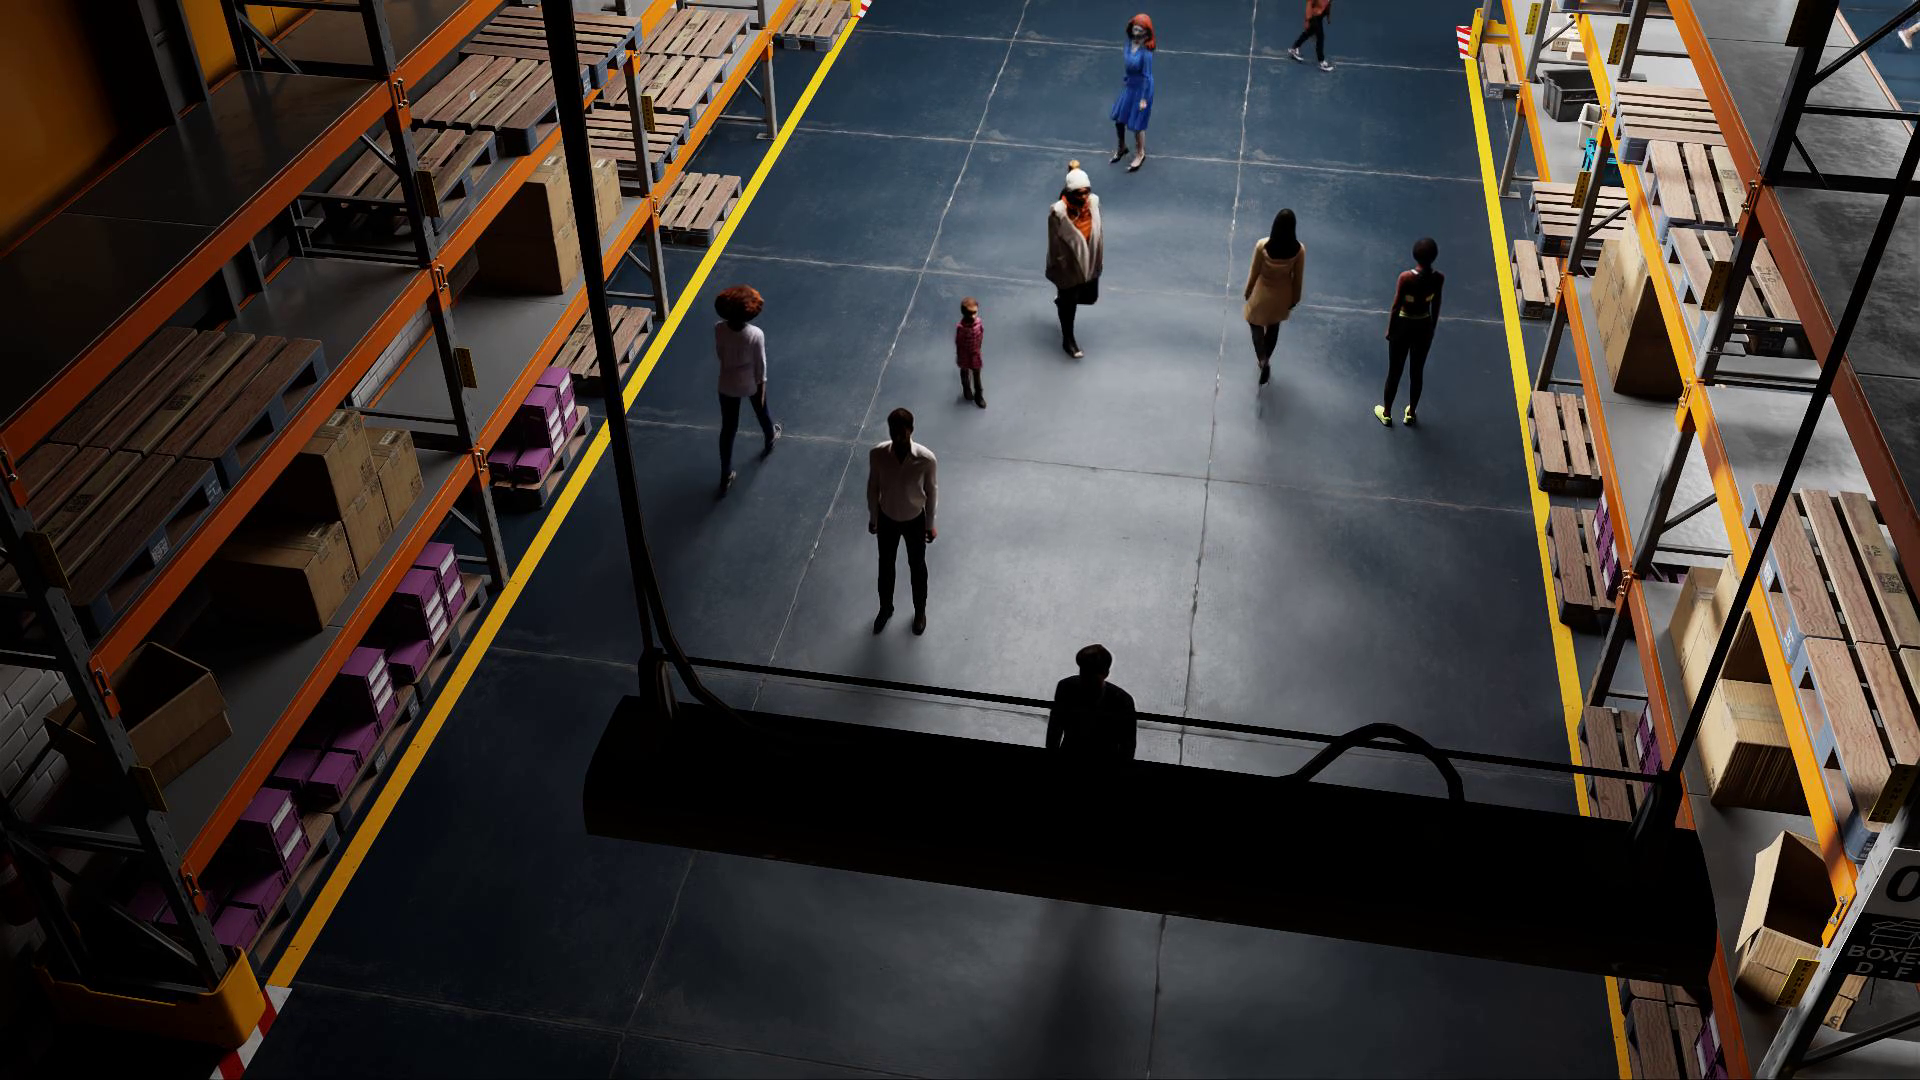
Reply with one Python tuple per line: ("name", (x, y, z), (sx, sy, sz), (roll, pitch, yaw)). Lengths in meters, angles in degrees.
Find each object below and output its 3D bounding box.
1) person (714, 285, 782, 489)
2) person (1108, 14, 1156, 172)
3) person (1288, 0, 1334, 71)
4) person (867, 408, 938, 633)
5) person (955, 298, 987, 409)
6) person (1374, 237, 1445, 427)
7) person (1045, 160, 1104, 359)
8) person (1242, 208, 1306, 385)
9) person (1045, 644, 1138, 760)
("person", (-1.797, -1.202, 13.374), (0.645, 1.663, 1.139), (8, 39, 9))
("person", (1.908, -4.764, 17.727), (0.892, 1.796, 0.808), (-9, 40, -11))
("person", (4.282, -6.382, 20.206), (0.882, 1.231, 0.914), (30, 47, 32))
("person", (-0.415, -0.152, 11.893), (0.663, 1.871, 0.545), (4, 39, 5))
("person", (0.067, -1.676, 14.492), (0.568, 1.009, 0.667), (-12, 40, -14))
("person", (3.799, -1.741, 13.974), (0.592, 1.756, 0.561), (0, 39, 0))
("person", (0.974, -2.557, 14.904), (0.979, 1.871, 1.045), (-23, 44, -26))
("person", (2.714, -2.067, 14.455), (0.726, 1.666, 0.899), (1, 39, 1))
("person", (0.776, 1.342, 10.004), (0.741, 1.893, 0.664), (14, 41, 17))
